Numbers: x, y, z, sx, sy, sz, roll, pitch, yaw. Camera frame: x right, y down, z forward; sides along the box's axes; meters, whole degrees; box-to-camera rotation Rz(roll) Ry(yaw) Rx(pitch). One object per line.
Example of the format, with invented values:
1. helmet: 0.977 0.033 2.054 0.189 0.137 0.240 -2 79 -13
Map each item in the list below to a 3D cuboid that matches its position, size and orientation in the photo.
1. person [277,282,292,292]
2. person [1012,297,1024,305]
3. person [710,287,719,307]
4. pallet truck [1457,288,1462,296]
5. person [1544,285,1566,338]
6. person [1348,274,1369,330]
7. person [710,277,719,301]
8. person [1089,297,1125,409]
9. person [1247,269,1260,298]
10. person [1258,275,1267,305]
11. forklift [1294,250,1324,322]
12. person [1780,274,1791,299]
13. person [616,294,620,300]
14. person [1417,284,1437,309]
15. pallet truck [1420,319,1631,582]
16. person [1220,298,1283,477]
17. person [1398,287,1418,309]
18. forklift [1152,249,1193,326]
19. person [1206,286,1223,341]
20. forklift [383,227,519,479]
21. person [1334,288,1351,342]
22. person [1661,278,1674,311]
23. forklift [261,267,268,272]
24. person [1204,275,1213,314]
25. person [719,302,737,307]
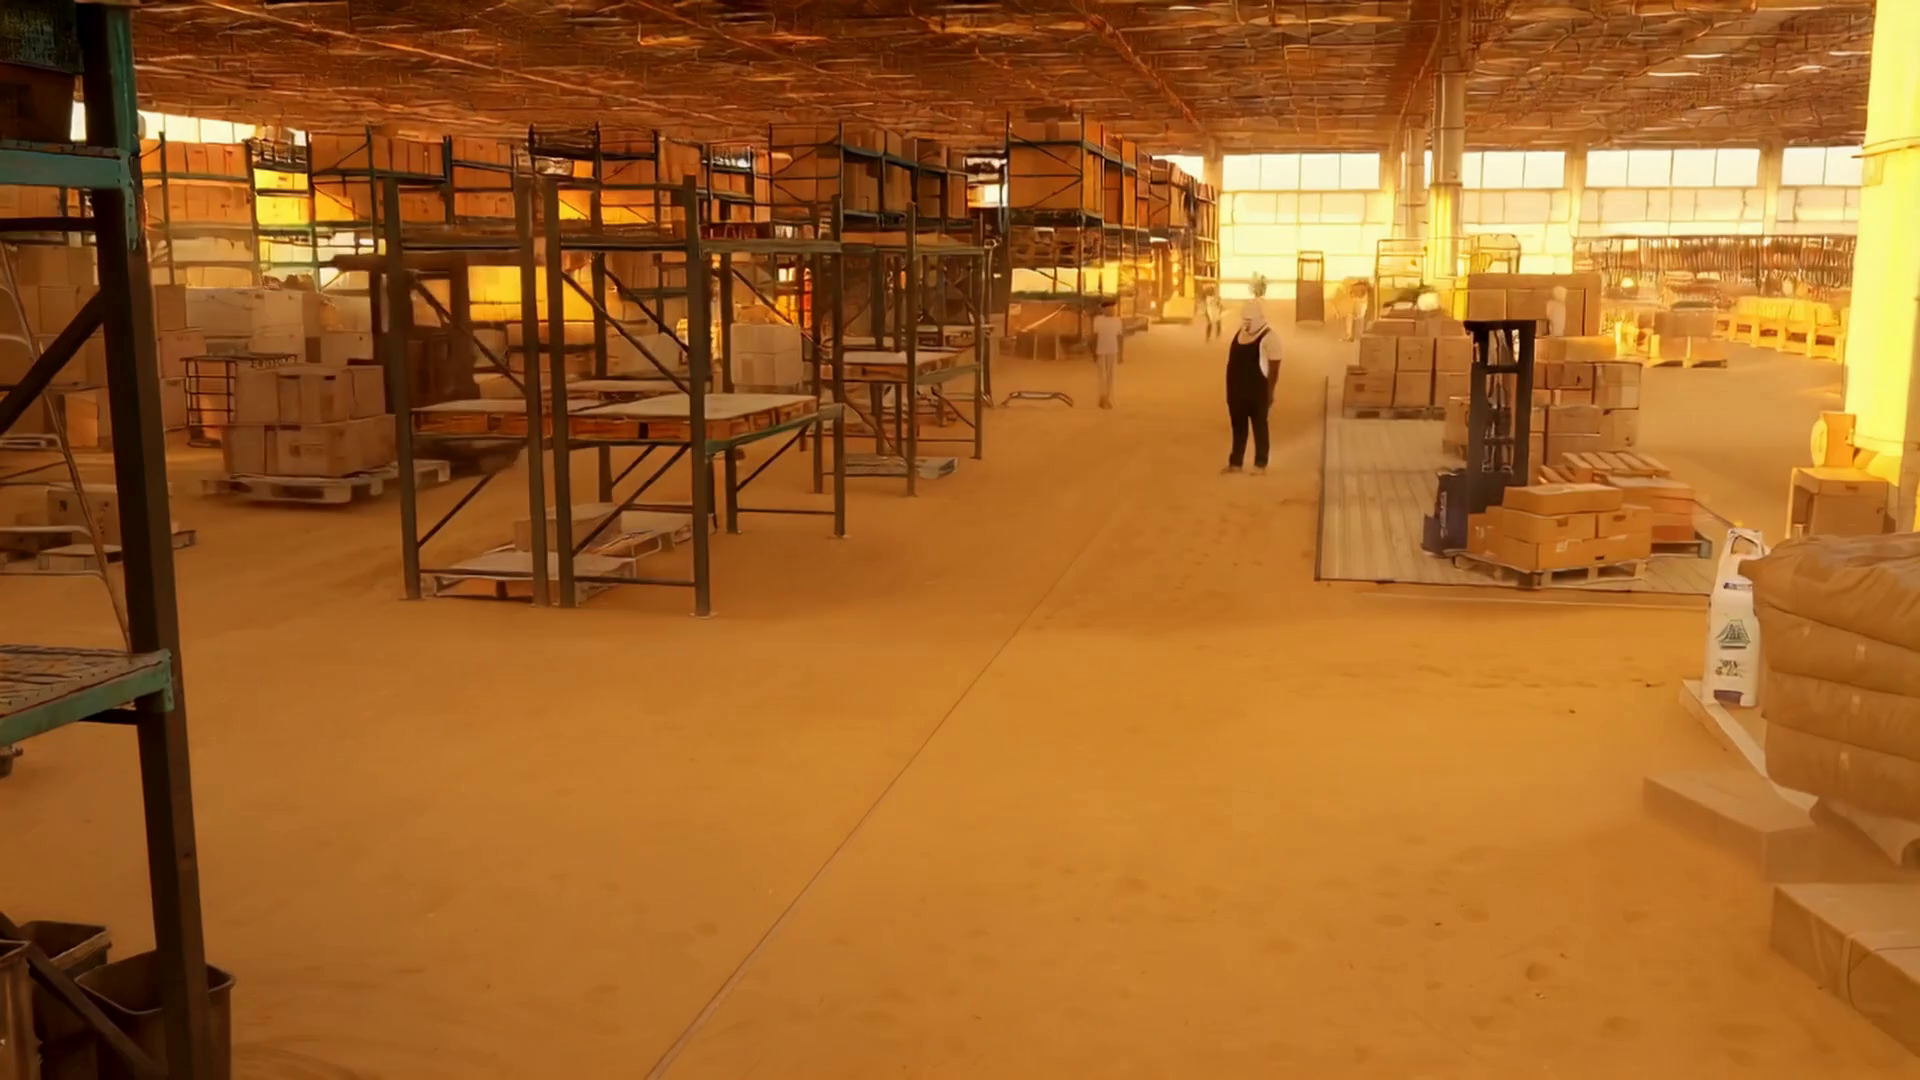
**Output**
1. person: -15.223 -4.787 37.284 0.871 1.966 0.609 0 10 1
2. person: 2.046 -8.363 59.019 0.524 1.769 0.316 9 13 43
3. person: -7.366 -6.612 48.878 0.543 1.681 0.417 3 10 19
4. pallet truck: 20.506 -9.785 68.819 0.653 1.274 1.630 2 10 12
5. person: 12.260 -4.261 34.210 0.602 1.951 0.436 -8 12 -38
6. person: 12.576 -7.389 52.490 0.614 2.023 0.501 4 11 24
7. person: -7.539 -7.058 50.788 0.372 1.940 0.631 -7 12 -35
8. person: 2.429 -3.079 27.450 0.581 1.858 0.481 0 10 2
9. person: 15.610 -13.465 88.691 0.619 1.948 0.963 -4 10 -21
10. person: 16.254 -13.417 89.414 0.522 1.614 0.770 -7 12 -37
11. forklift: 13.778 -10.002 65.433 1.129 2.768 1.873 2 10 12
12. person: 35.794 -10.612 72.105 0.564 1.846 0.392 -8 12 -38
13. person: -8.446 -5.241 40.942 0.527 1.630 0.314 0 10 1
14. person: 11.475 -5.407 41.248 0.671 1.849 0.984 -8 13 -40
15. pallet truck: 4.543 -0.757 13.299 0.823 1.965 1.885 -4 10 -22
16. person: 3.284 -1.733 18.953 0.536 2.000 0.672 -9 13 -43
17. person: 9.769 -4.618 36.536 0.947 1.883 0.603 -3 10 -20
18. forklift: 7.646 -9.320 61.395 1.873 2.768 1.129 2 10 11
19. person: 7.704 -6.824 50.174 0.546 1.667 0.701 -3 10 -19
20. forklift: -6.027 -2.169 19.048 1.129 2.768 1.873 3 10 15
21. person: 11.504 -6.770 50.020 0.519 1.617 0.346 3 10 17
22. person: 24.688 -8.224 58.046 0.403 1.820 0.603 6 11 33
23. forklift: -24.670 -8.789 58.248 1.129 2.768 1.873 2 10 12
24. person: 11.110 -10.968 74.439 0.304 1.772 0.526 -7 12 -36
25. person: -5.914 -5.505 42.466 0.514 1.642 0.310 -5 11 -28
